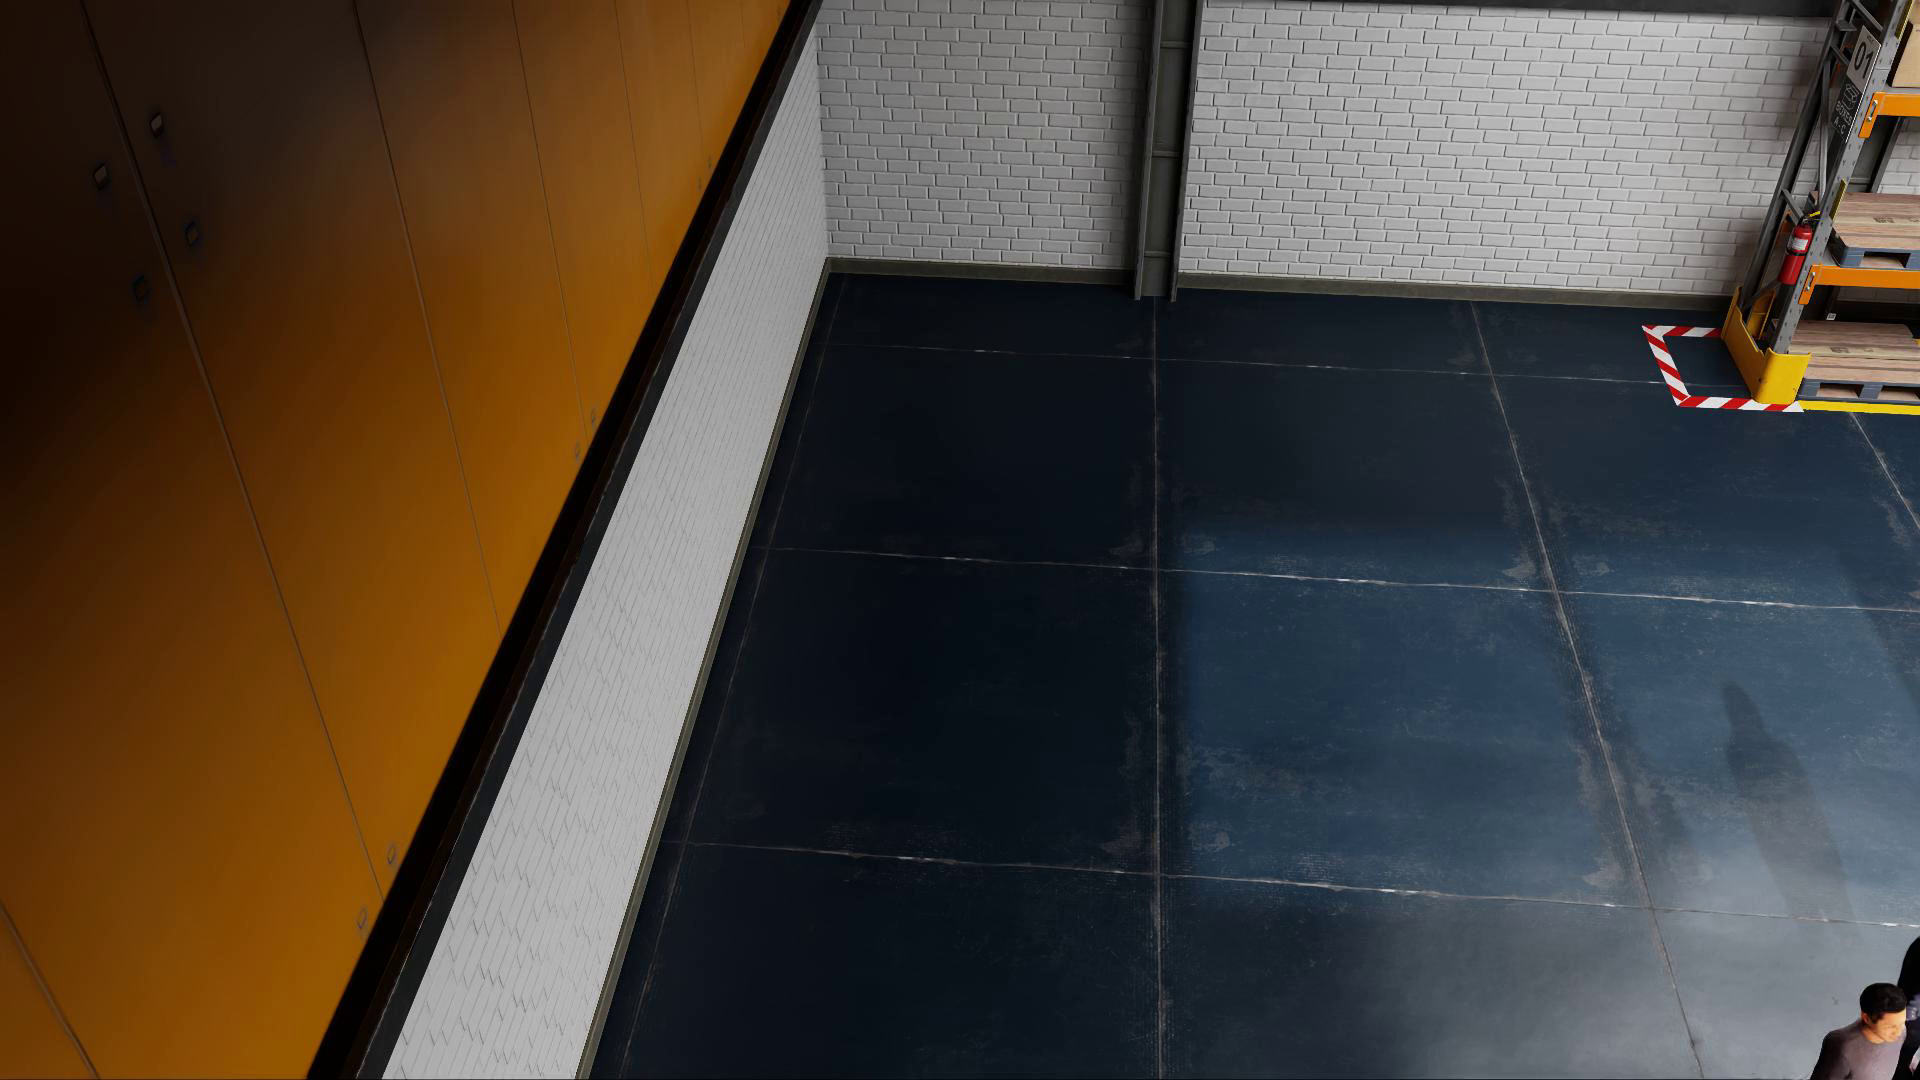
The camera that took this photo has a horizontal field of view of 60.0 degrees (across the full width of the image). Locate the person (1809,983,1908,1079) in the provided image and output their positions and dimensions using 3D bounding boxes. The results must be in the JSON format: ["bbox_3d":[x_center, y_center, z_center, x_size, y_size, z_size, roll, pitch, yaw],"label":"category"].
[{"bbox_3d":[4.236,2.724,8.176,0.978,1.753,0.957,-29,47,-31],"label":"person"}]

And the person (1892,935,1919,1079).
[{"bbox_3d":[5.153,2.402,8.705,0.642,1.597,0.773,-3,39,-4],"label":"person"}]
